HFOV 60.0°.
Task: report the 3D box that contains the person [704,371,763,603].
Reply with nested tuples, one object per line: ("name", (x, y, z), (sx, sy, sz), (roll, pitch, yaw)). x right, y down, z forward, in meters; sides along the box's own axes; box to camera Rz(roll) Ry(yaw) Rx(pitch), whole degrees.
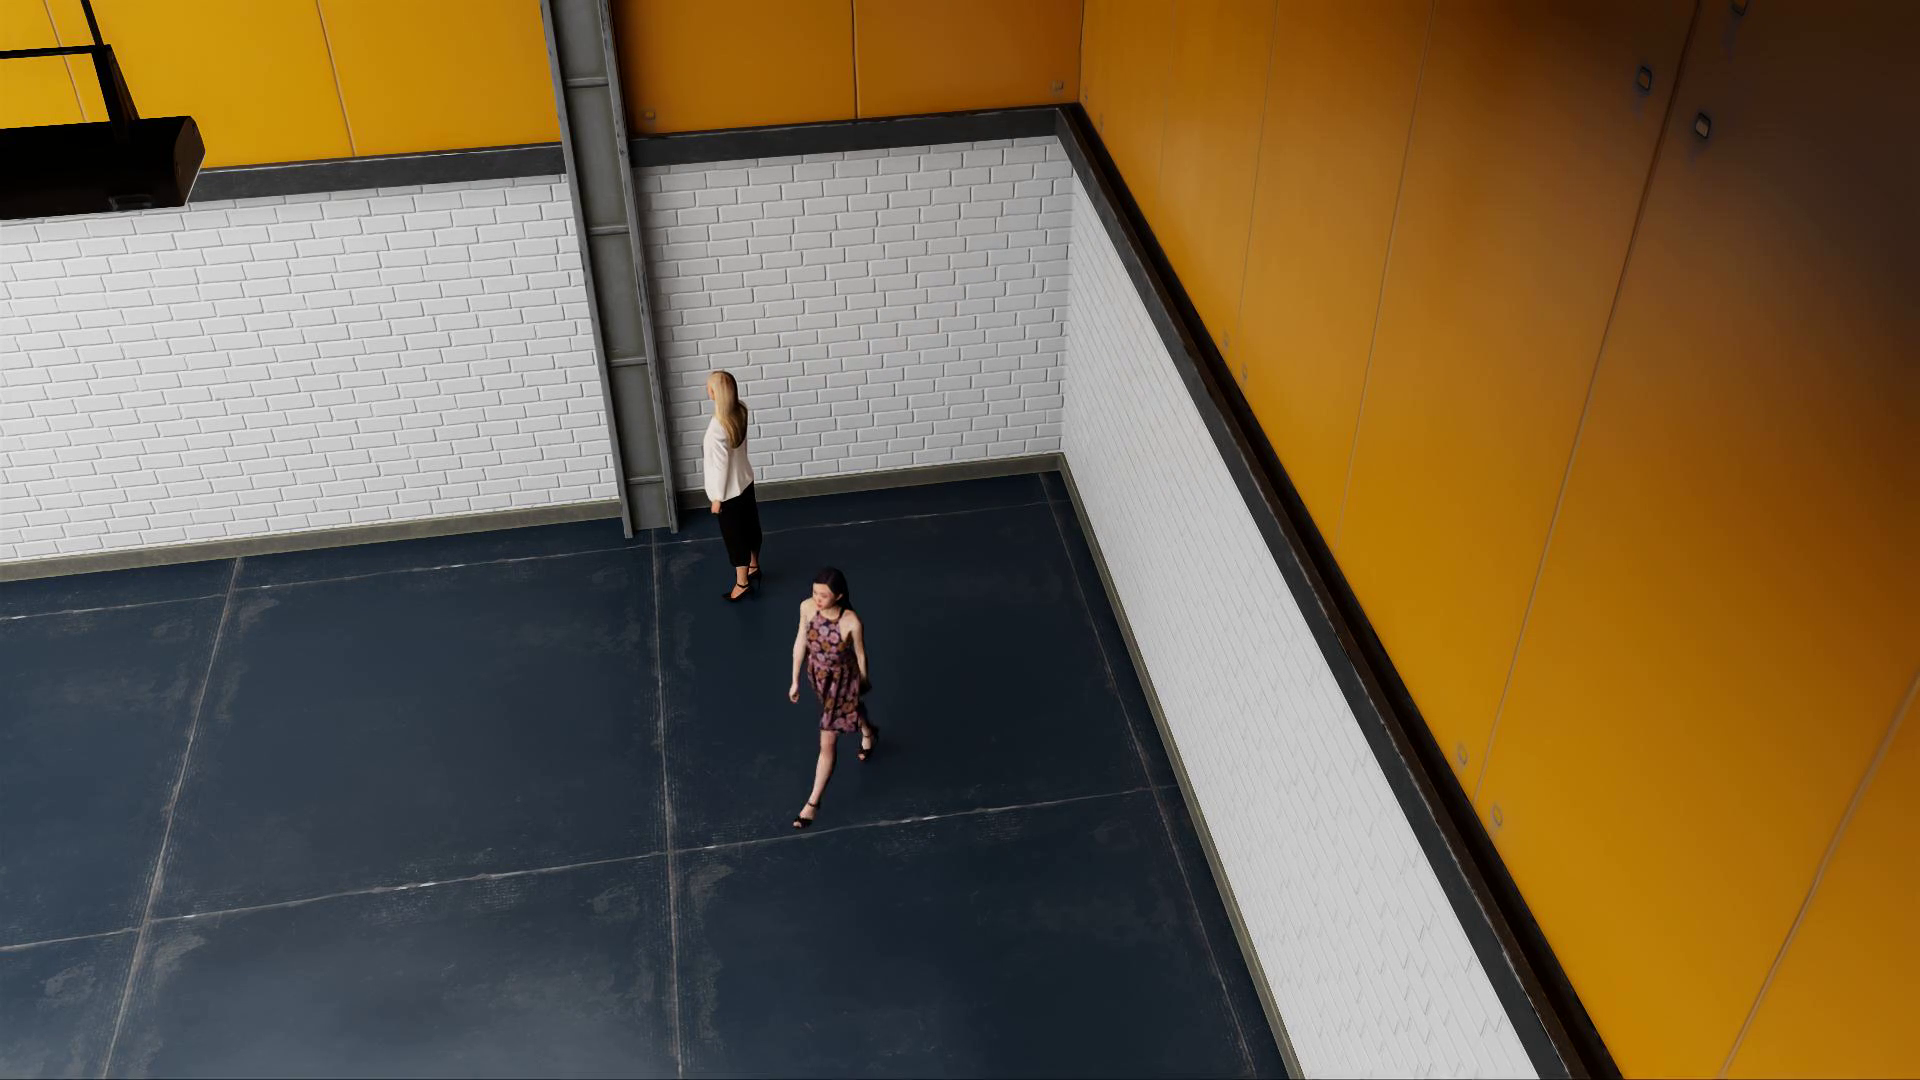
("person", (-1.547, -0.355, 11.298), (0.676, 1.858, 0.688), (11, 40, 13))

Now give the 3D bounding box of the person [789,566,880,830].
("person", (-0.701, 0.813, 9.951), (1.155, 1.715, 1.151), (20, 43, 23))
